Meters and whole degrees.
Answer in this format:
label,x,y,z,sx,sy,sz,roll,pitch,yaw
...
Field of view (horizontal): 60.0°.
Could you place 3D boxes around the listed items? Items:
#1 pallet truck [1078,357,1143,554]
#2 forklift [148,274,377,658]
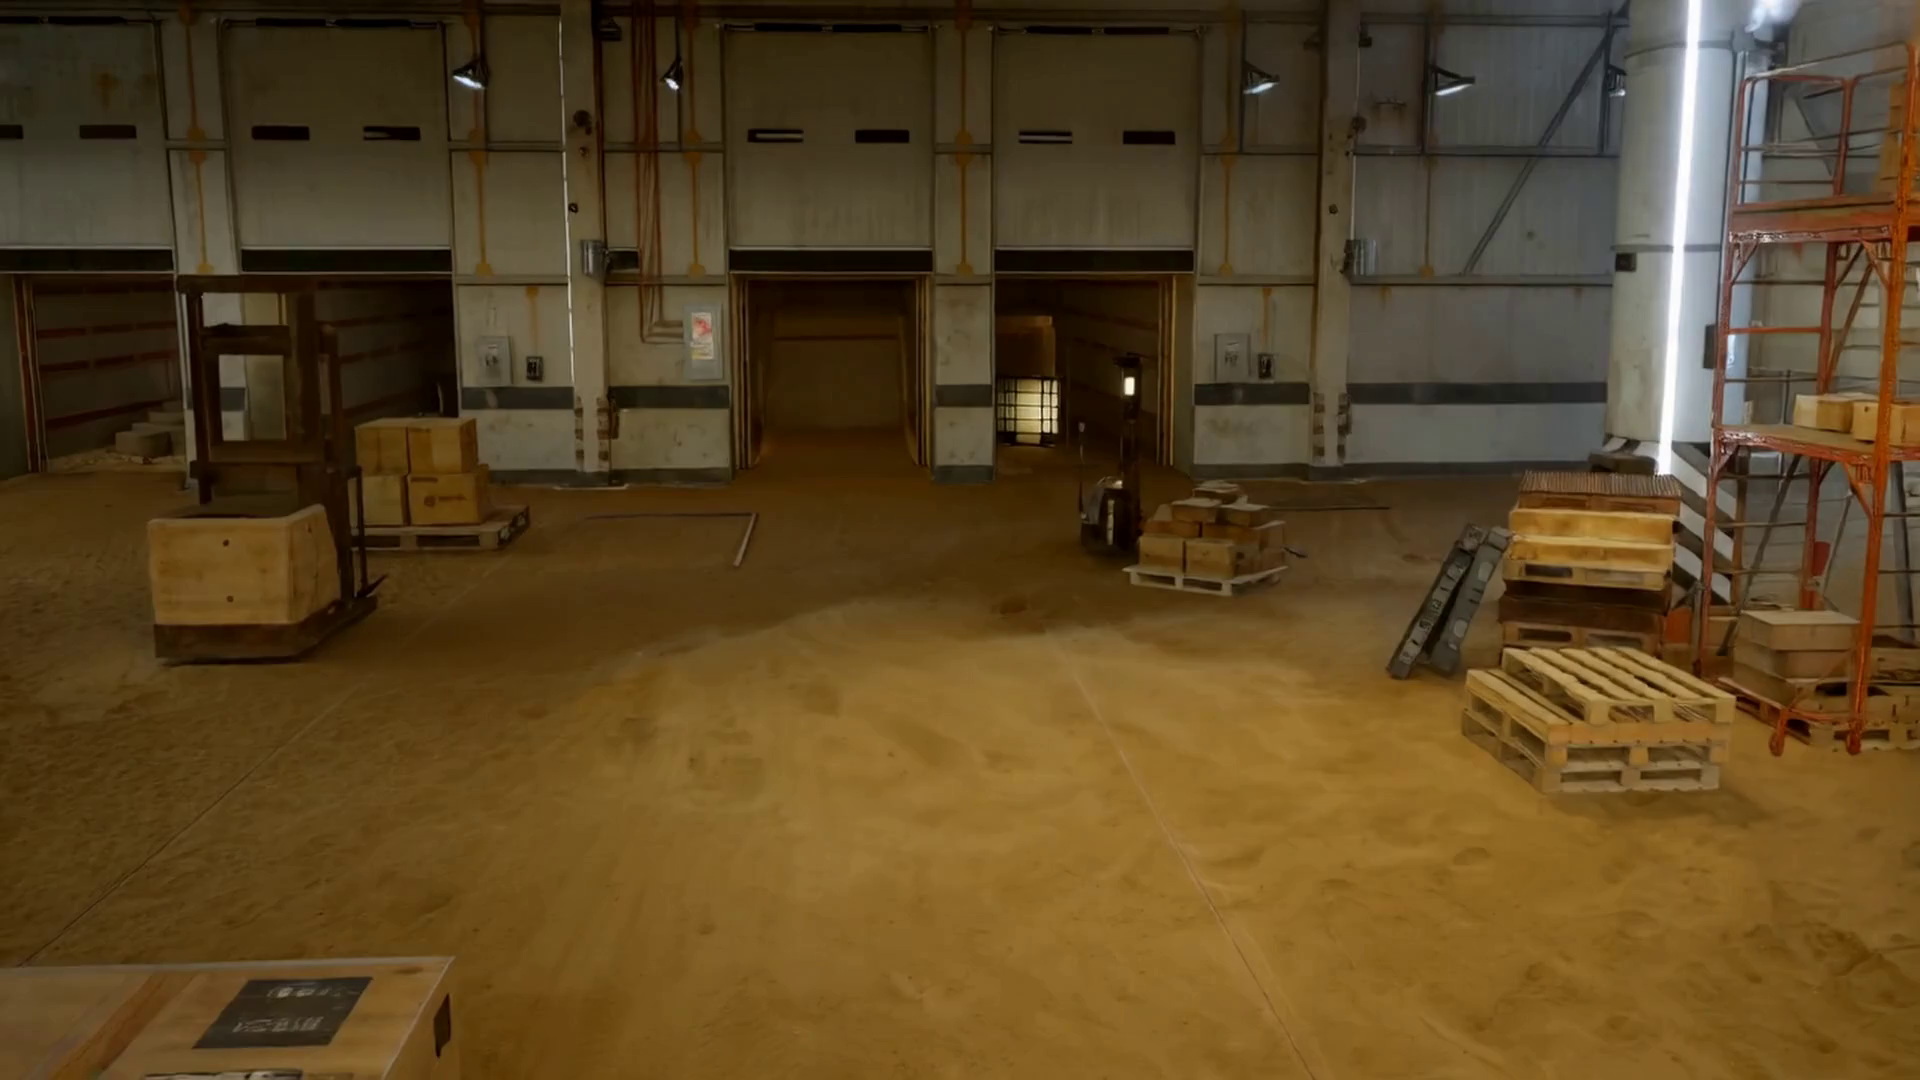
label,x,y,z,sx,sy,sz,roll,pitch,yaw
pallet truck,2.088,-0.836,16.757,1.885,1.965,0.823,2,9,13
forklift,-5.348,-0.627,12.681,1.129,2.768,1.873,-1,9,-4
